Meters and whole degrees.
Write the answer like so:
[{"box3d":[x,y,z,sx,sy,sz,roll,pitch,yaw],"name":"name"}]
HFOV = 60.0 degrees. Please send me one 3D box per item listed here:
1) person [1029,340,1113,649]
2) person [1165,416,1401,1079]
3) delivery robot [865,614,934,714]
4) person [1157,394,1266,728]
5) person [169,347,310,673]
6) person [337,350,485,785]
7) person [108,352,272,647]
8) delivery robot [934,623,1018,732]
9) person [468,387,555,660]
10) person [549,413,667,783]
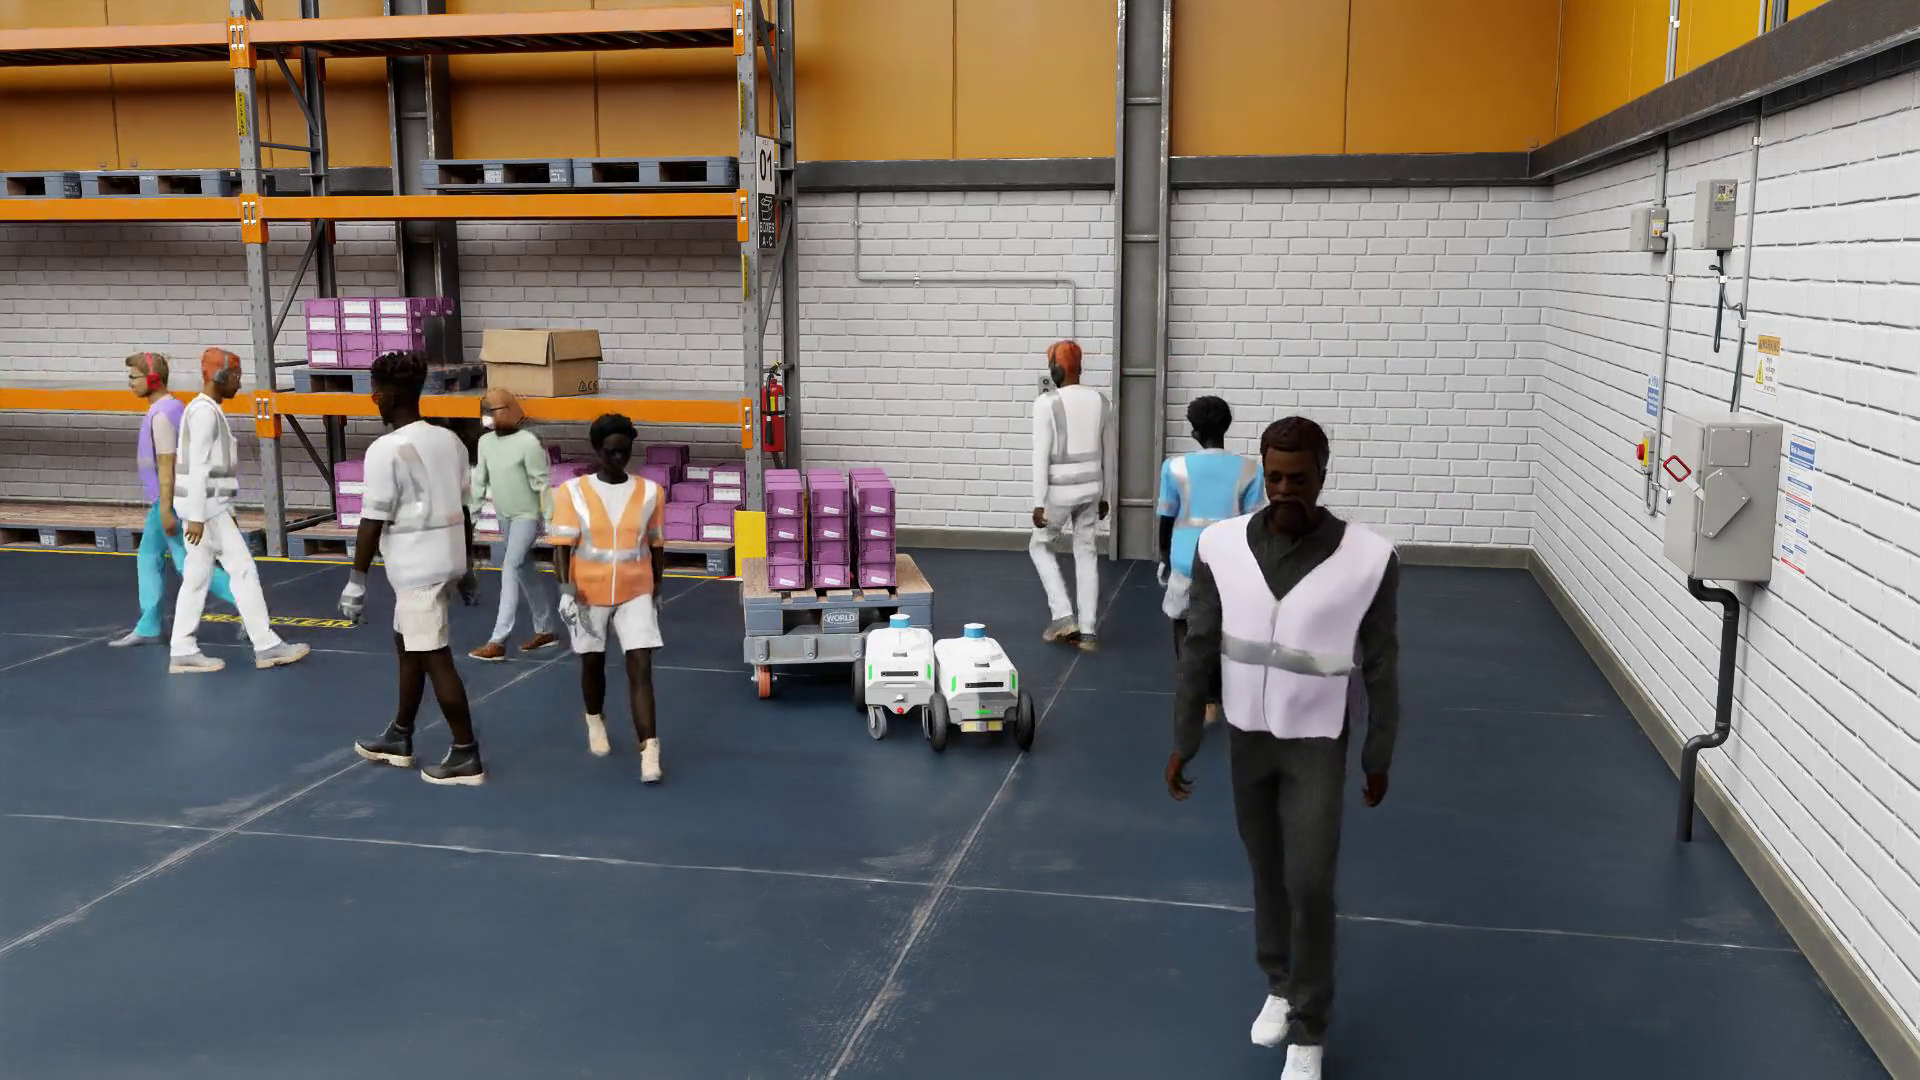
[{"box3d":[0.659,-0.269,10.047,0.614,1.863,0.491,-6,11,-31],"name":"person"},{"box3d":[0.897,0.597,4.747,0.604,1.891,0.757,5,11,30],"name":"person"},{"box3d":[-0.302,0.618,8.367,0.477,0.478,0.707,0,9,-2],"name":"delivery robot"},{"box3d":[1.246,0.123,8.243,0.547,1.674,0.419,1,9,6],"name":"person"},{"box3d":[-4.156,-0.163,9.502,0.867,1.840,0.647,-5,10,-26],"name":"person"},{"box3d":[-2.513,0.132,7.412,0.865,1.929,0.631,2,10,12],"name":"person"},{"box3d":[-4.709,-0.239,10.080,0.874,1.808,0.566,-4,10,-23],"name":"person"},{"box3d":[0.070,0.653,8.158,0.477,0.478,0.707,-1,10,-7],"name":"delivery robot"},{"box3d":[-2.679,-0.088,9.743,0.519,1.595,0.798,7,12,36],"name":"person"},{"box3d":[-1.593,0.245,7.602,0.541,1.653,0.847,-3,10,-18],"name":"person"}]
